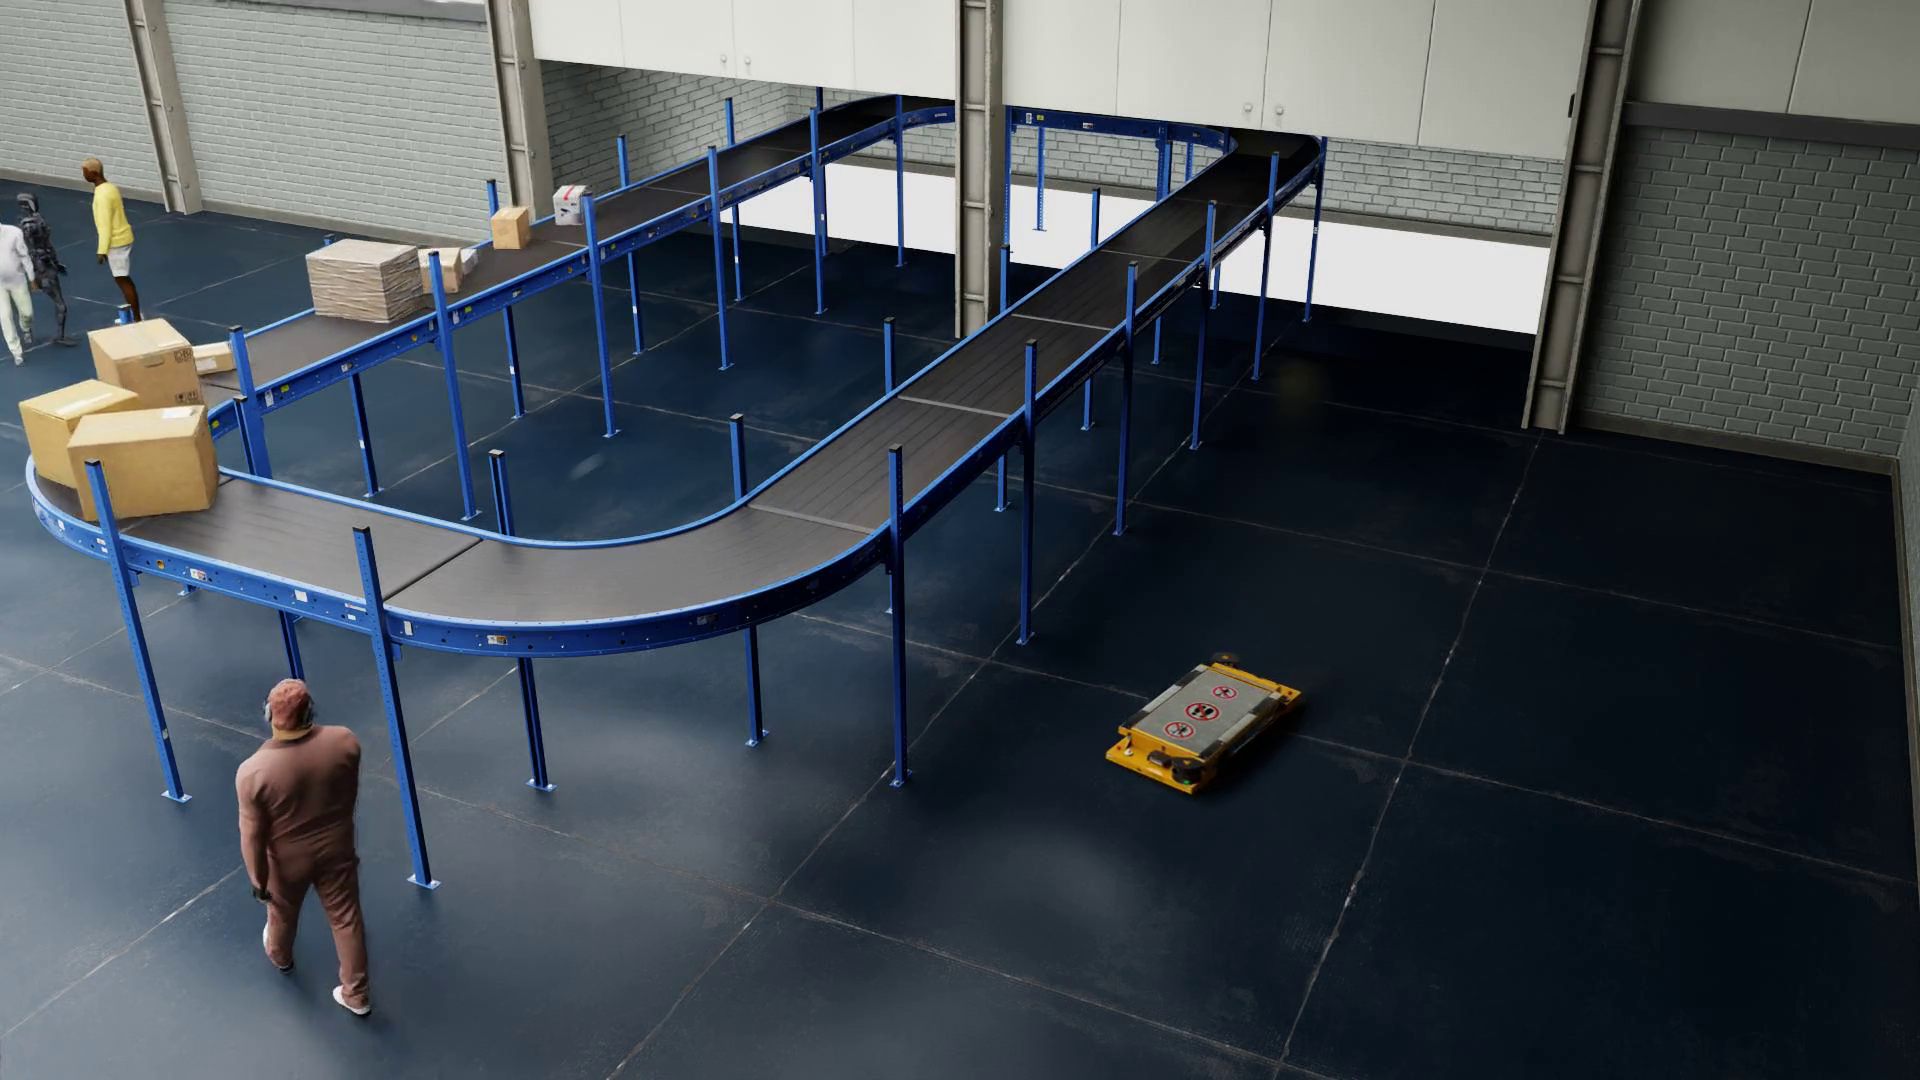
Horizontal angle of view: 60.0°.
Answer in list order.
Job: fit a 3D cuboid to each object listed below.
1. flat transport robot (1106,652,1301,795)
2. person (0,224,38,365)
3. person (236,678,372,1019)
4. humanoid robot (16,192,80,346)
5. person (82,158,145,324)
[{"bbox_3d":[1.640,1.198,11.062,0.659,0.231,1.431,19,32,34],"label":"flat transport robot"},{"bbox_3d":[-9.957,-2.730,17.331,0.573,1.727,0.623,-16,31,-29],"label":"person"},{"bbox_3d":[-3.393,1.548,8.589,0.669,1.846,0.958,-22,34,-36],"label":"person"},{"bbox_3d":[-9.731,-2.892,17.715,0.319,1.655,0.600,-6,27,-12],"label":"humanoid robot"},{"bbox_3d":[-9.211,-3.216,18.131,0.388,1.895,0.587,-11,28,-20],"label":"person"}]
